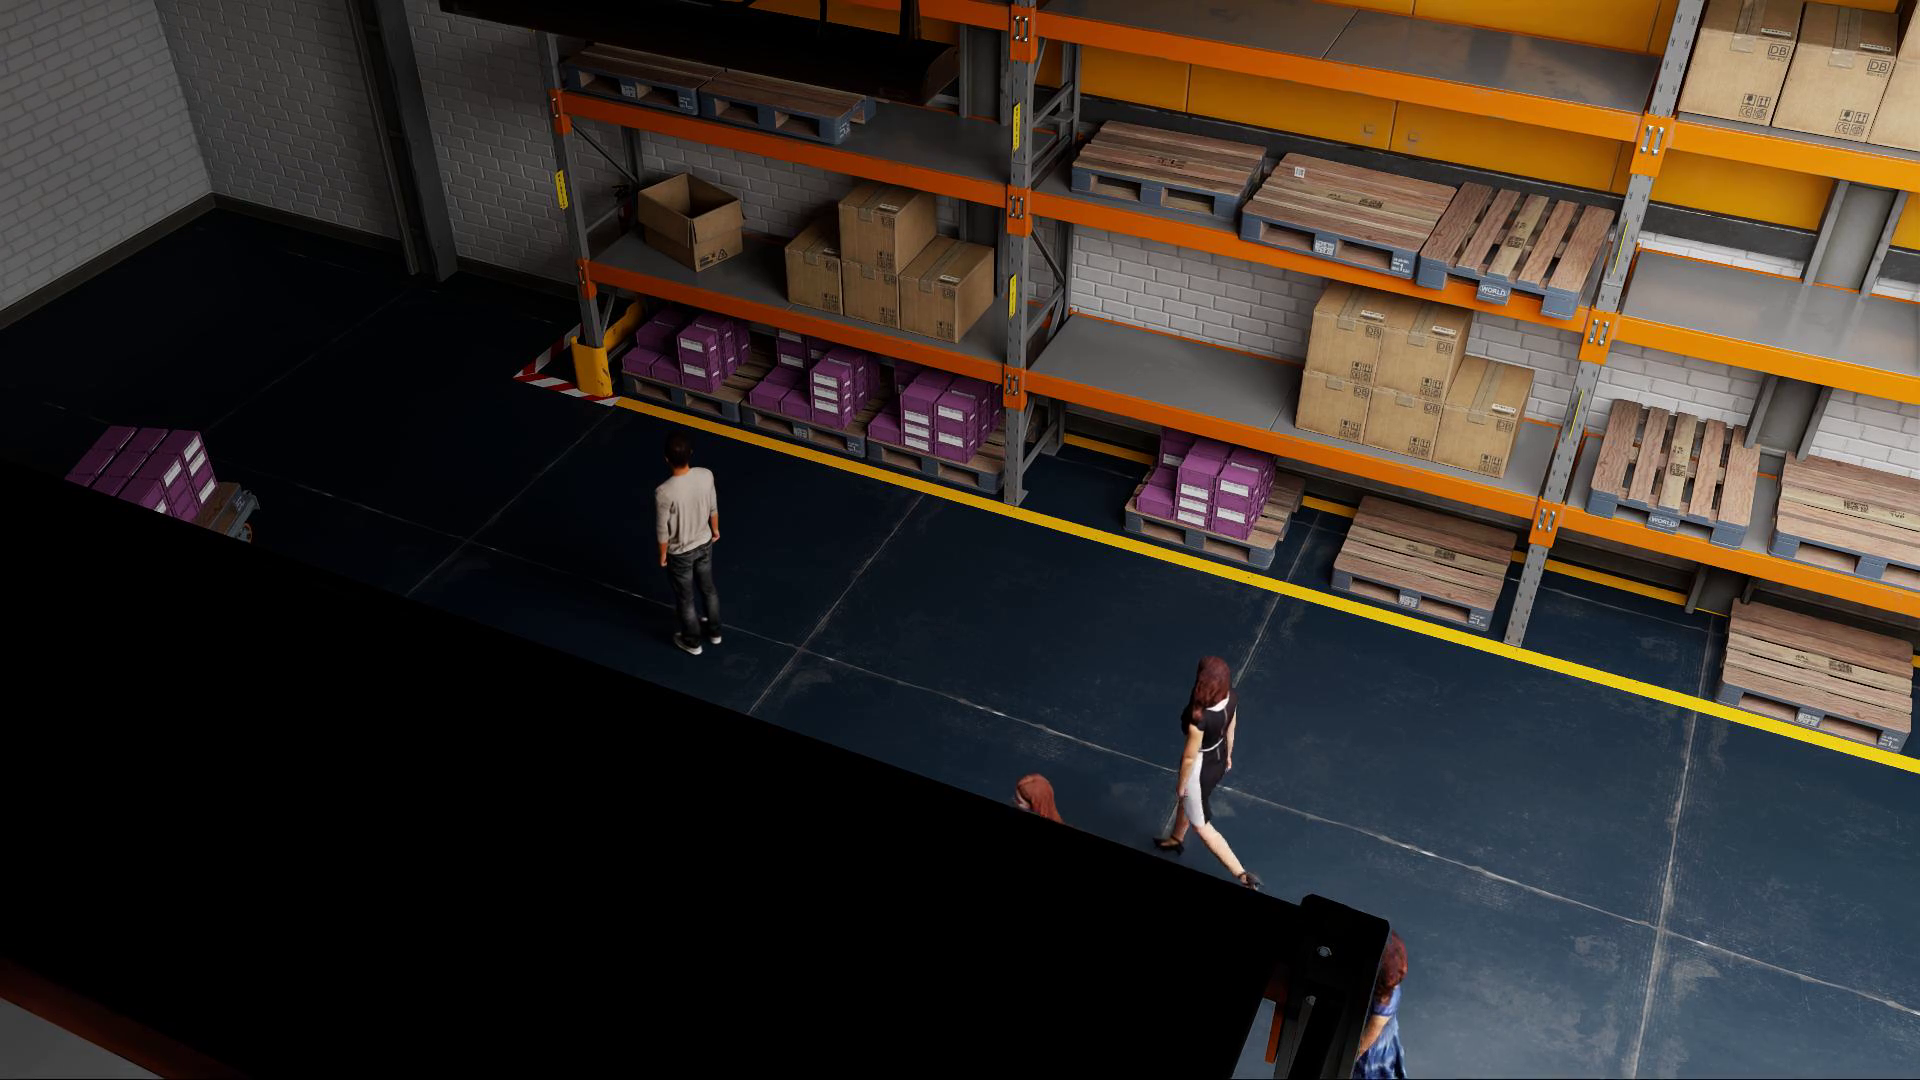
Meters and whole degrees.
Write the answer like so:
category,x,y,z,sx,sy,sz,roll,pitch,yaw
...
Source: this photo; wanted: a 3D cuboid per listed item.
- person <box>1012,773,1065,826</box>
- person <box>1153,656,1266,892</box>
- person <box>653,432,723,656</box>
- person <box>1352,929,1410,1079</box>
category,x,y,z,sx,sy,sz,roll,pitch,yaw
person,0.528,1.938,9.309,0.719,1.732,0.699,0,39,0
person,1.517,1.440,9.902,1.142,1.771,0.804,30,47,32
person,-1.886,0.038,11.629,0.720,1.807,0.675,-30,47,-32
person,2.165,2.578,8.478,1.040,1.771,0.839,7,39,8
